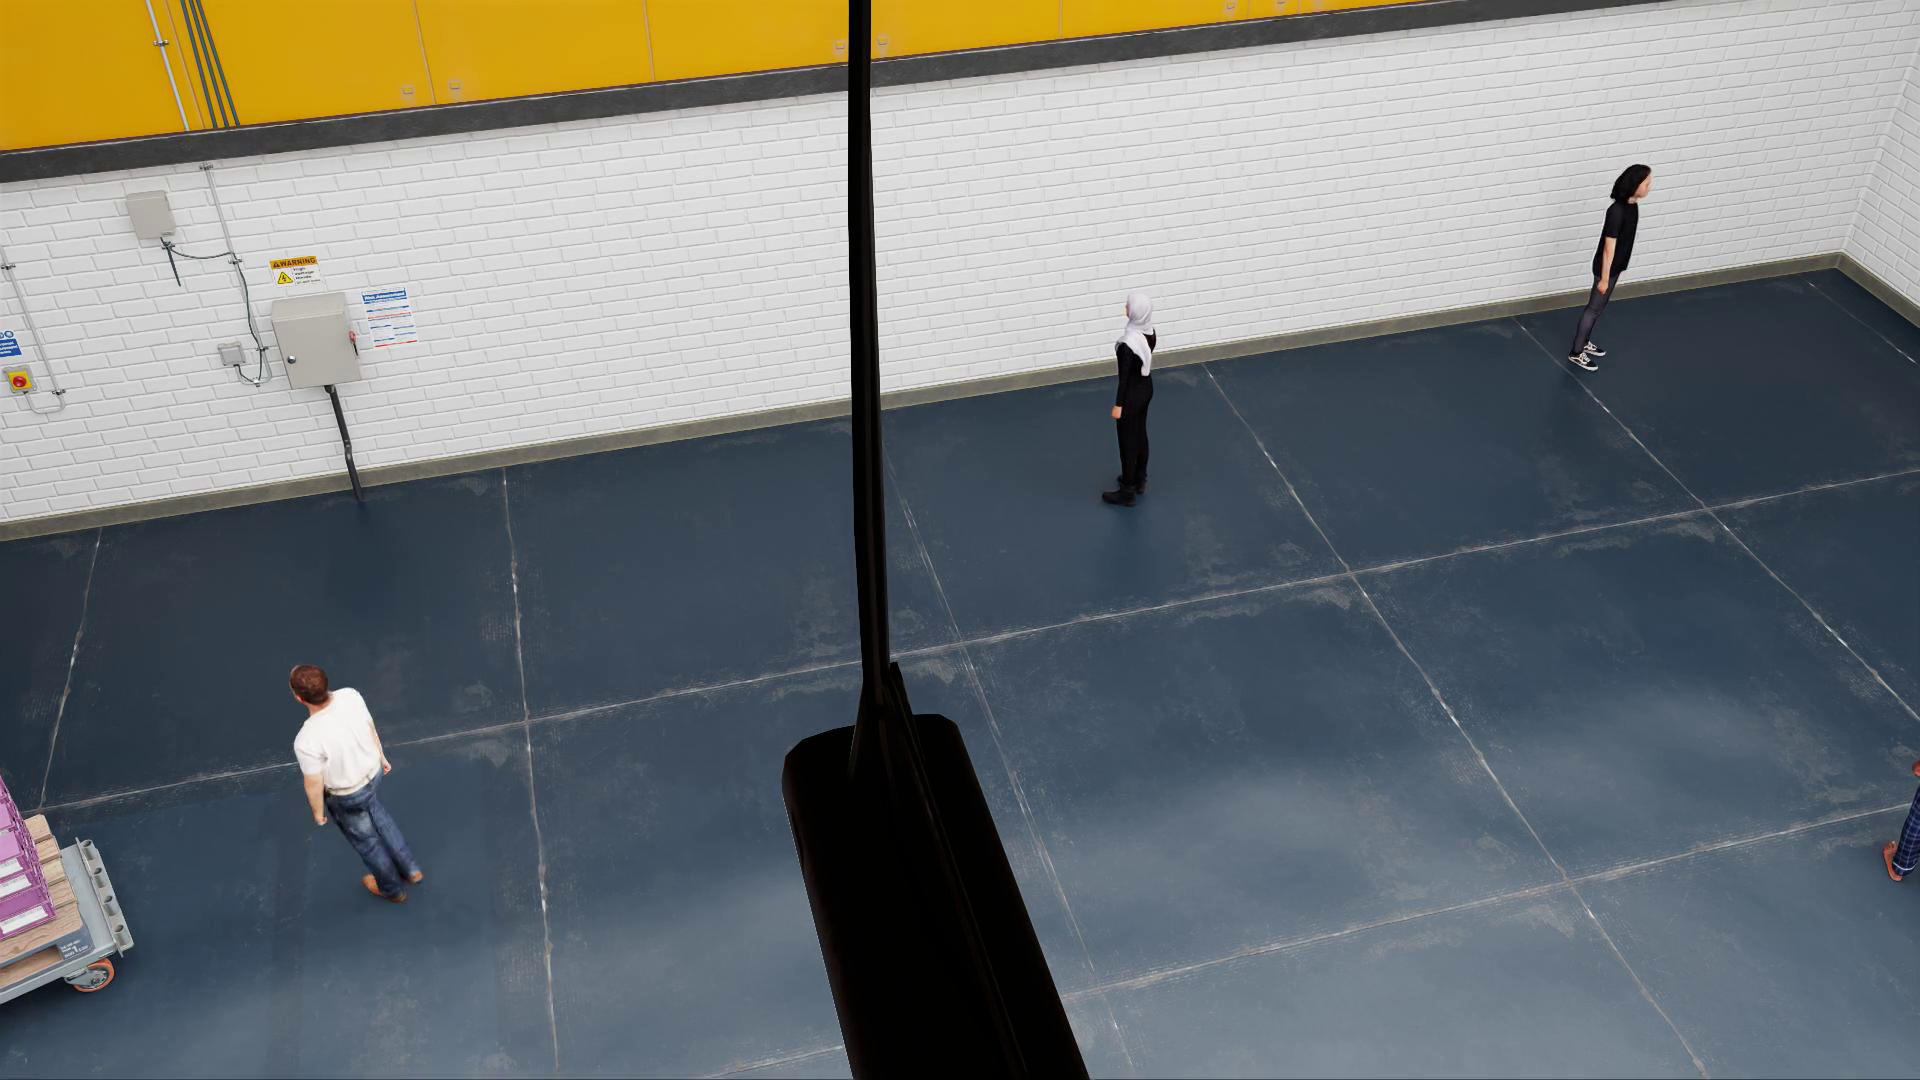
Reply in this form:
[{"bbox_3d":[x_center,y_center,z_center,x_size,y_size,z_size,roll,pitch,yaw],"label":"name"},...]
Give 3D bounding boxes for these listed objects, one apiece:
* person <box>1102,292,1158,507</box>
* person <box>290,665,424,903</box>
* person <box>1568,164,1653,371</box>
[{"bbox_3d":[1.309,-1.048,12.426,0.729,1.777,0.669,20,43,23],"label":"person"},{"bbox_3d":[-3.316,1.407,9.298,0.905,1.845,0.832,15,41,18],"label":"person"},{"bbox_3d":[5.463,-2.329,13.985,0.750,1.834,0.699,21,43,24],"label":"person"}]
